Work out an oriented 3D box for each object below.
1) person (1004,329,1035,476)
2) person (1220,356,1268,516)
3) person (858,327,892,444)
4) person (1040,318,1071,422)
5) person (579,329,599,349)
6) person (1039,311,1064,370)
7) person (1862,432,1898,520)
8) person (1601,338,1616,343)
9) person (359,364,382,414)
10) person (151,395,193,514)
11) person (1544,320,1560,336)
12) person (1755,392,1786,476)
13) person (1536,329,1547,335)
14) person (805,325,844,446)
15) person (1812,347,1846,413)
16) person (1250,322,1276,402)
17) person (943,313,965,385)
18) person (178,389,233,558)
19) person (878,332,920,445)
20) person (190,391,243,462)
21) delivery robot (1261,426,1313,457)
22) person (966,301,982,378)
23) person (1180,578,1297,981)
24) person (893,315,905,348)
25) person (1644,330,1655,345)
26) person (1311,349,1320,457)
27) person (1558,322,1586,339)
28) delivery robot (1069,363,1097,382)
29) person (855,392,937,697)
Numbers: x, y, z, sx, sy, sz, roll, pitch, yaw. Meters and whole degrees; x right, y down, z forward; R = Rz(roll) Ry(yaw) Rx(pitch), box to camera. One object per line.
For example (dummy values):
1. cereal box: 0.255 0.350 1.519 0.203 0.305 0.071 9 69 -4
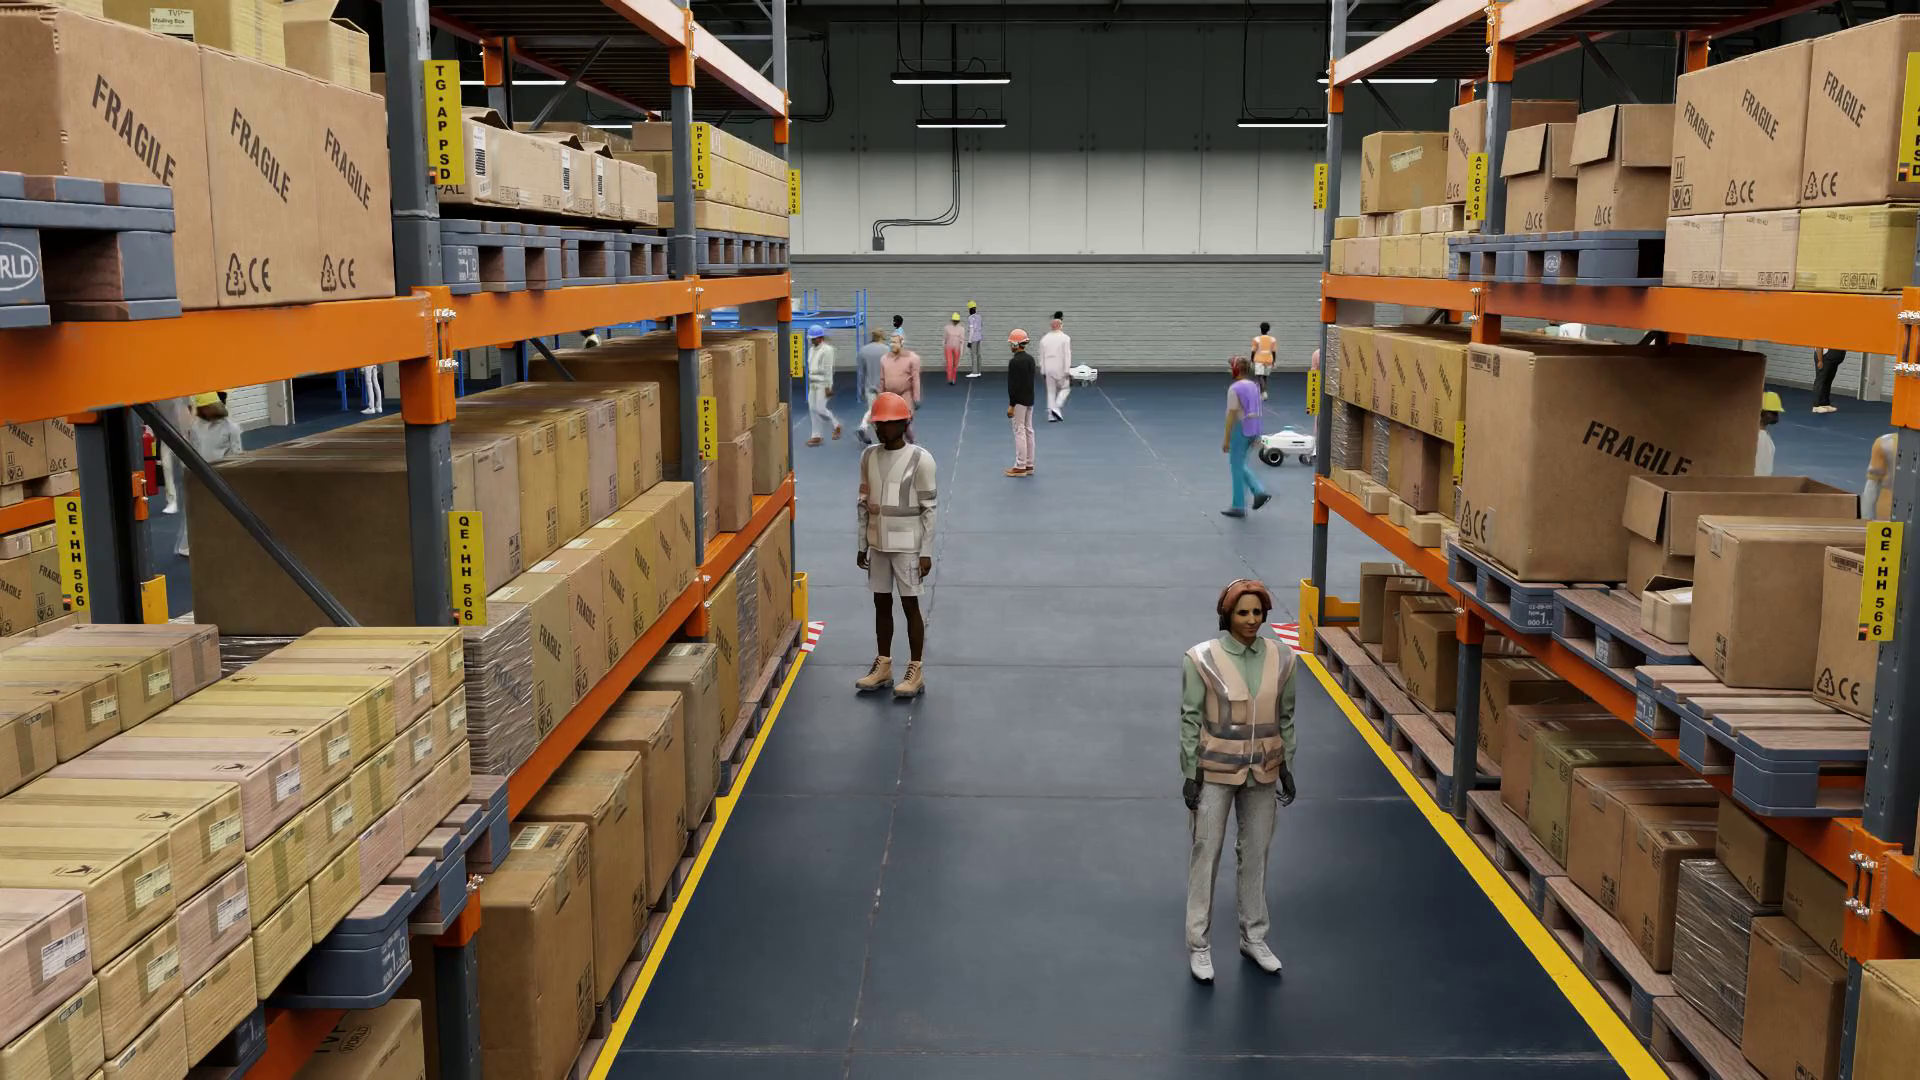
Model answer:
1. person: 0.813 -1.876 22.719 0.391 1.995 0.613 5 11 29
2. person: 3.241 -1.188 19.101 0.442 1.832 0.582 6 11 33
3. person: -1.342 -2.401 26.166 0.673 1.900 0.794 5 11 28
4. person: 1.768 -3.104 30.415 0.672 1.880 0.421 7 12 35
5. person: -6.842 -3.119 30.733 0.432 1.817 0.682 -3 10 -15
6. person: 2.432 -5.033 42.610 0.781 1.667 0.535 2 10 10
7. person: 7.402 -0.216 13.038 0.558 1.910 0.826 4 10 24
8. person: 9.344 -2.007 24.055 0.512 1.812 0.760 -4 10 -22
9. person: -11.425 -3.384 32.170 0.311 1.861 0.507 3 10 15
10. person: -9.217 -1.266 19.545 0.523 1.842 0.740 -1 9 -4
11. person: 14.225 -4.566 39.911 0.277 1.633 0.507 -8 13 -41
12. person: 7.127 -0.445 14.875 0.395 1.754 0.530 8 12 39
13. person: 11.376 -3.326 32.547 0.527 1.597 0.777 -3 10 -18
14. person: -2.196 -2.458 26.413 0.552 1.925 0.634 -8 12 -39
15. person: 16.931 -3.489 32.370 0.684 2.000 0.538 -7 12 -38
16. person: 6.370 -3.733 34.836 0.533 1.660 0.831 -2 10 -10
17. person: -0.150 -4.516 39.387 0.526 1.694 0.890 0 9 1
18. person: -7.226 -0.719 16.202 0.975 1.865 0.609 -1 9 -3
19. person: -0.897 -2.085 24.274 0.668 1.889 0.467 4 10 24
20. person: -7.031 -0.583 15.769 0.570 1.723 0.387 1 10 4
21. delivery robot: 4.729 -1.398 24.010 0.707 0.478 0.477 0 10 -1
22. person: 0.343 -5.085 42.164 0.383 1.920 0.585 4 10 25
23. person: 1.128 0.963 6.778 0.514 1.641 0.307 -3 10 -16
24. person: -1.412 -4.311 38.193 0.315 1.696 0.541 -1 10 -7
25. person: 14.253 -3.628 34.300 0.417 1.620 0.549 -1 10 -8
26. person: 5.553 -2.187 24.870 0.639 1.902 0.407 1 10 7
27. person: 13.337 -4.104 36.491 0.590 1.860 0.810 -1 10 -6
28. delivery robot: 2.900 -3.938 39.221 0.477 0.478 0.707 -9 13 -41
29. person: -0.454 0.029 11.161 0.616 2.041 0.377 7 11 34
